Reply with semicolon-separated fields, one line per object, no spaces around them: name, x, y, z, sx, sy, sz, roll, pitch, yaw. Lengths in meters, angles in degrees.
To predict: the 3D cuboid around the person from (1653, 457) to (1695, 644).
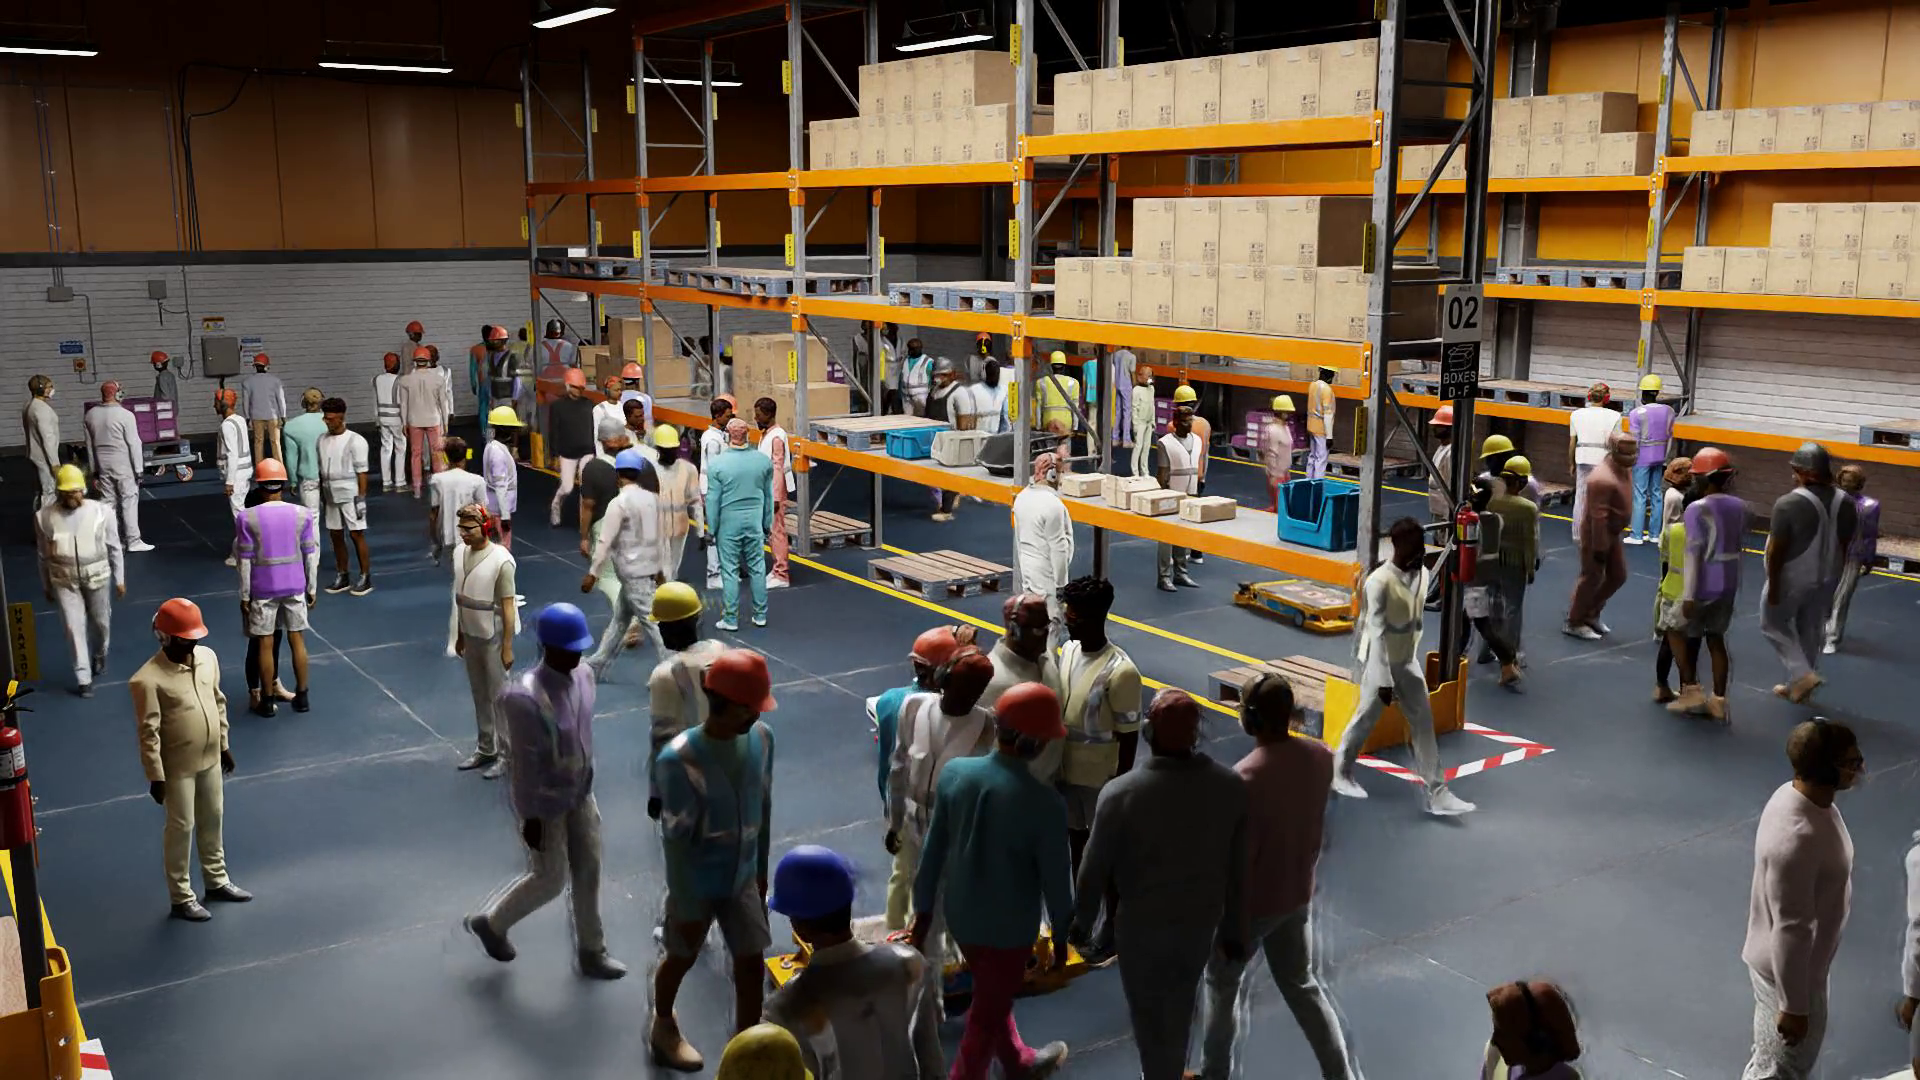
person;6.205;0.091;14.433;0.285;1.633;0.497;6;12;26

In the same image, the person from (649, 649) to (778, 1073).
person;-1.010;1.390;6.927;0.608;1.971;1.059;-10;15;-41

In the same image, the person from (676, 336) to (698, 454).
person;-4.244;-2.243;25.852;0.342;1.840;0.503;7;13;32

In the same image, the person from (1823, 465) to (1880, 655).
person;7.546;0.139;14.219;0.528;1.616;0.631;10;15;40

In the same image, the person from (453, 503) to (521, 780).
person;-3.134;0.653;11.043;0.561;1.836;0.394;9;14;38

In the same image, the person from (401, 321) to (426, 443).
person;-8.900;-2.585;27.225;0.417;1.985;0.626;2;11;8

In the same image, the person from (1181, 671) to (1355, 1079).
person;1.304;1.473;6.700;0.644;1.912;0.900;-8;14;-36

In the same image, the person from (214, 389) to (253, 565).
person;-7.712;-0.671;17.693;0.349;1.882;0.577;-2;11;-11

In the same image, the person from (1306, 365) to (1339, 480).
person;4.630;-1.384;21.251;0.375;1.919;0.584;-2;11;-11

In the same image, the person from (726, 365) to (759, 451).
person;-3.039;-1.858;23.672;0.657;1.920;0.538;-8;13;-34

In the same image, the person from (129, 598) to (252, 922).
person;-4.054;1.147;8.767;0.352;1.737;0.569;3;12;16

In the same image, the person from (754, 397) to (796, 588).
person;-1.862;-0.479;16.659;0.400;1.908;0.599;-3;12;-17

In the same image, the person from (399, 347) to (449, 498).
person;-7.056;-1.547;21.921;0.620;1.986;0.408;-3;12;-17

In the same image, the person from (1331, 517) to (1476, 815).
person;2.729;0.775;10.339;0.625;1.861;1.019;-9;14;-40

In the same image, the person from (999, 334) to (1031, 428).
person;0.928;-2.836;28.933;0.638;1.814;0.740;-9;14;-39

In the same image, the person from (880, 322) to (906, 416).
person;-1.194;-2.995;29.498;0.615;1.924;0.910;-9;14;-39

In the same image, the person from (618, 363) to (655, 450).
person;-3.961;-1.169;20.109;0.593;1.929;0.390;2;11;11

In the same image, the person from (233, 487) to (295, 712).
person;-5.212;0.438;12.495;0.317;1.695;0.540;2;11;10

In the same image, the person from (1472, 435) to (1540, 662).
person;4.610;0.047;14.073;0.662;1.875;0.632;-9;14;-39

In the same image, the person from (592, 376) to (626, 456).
person;-3.972;-0.942;19.076;0.337;1.882;0.584;5;12;24

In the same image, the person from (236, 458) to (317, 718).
person;-5.068;0.353;12.359;0.549;1.924;0.387;-8;14;-36

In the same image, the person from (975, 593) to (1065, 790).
person;0.313;1.190;8.141;0.400;1.900;0.663;7;13;31

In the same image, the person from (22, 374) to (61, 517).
person;-10.250;-0.887;18.652;0.627;1.941;0.371;11;15;44

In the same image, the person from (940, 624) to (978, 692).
person;-0.026;1.232;8.579;0.307;1.640;0.521;1;11;3

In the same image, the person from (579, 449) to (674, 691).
person;-2.615;0.242;13.015;1.031;1.868;0.629;3;11;14

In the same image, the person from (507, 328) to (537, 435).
person;-7.346;-2.671;28.122;0.655;1.809;0.466;4;12;20

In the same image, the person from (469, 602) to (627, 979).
person;-2.002;1.203;8.011;0.670;1.921;0.628;5;12;26

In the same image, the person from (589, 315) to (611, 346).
person;-6.266;-2.992;29.375;0.602;1.959;0.368;7;13;30

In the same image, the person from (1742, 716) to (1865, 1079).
person;3.042;1.576;6.045;0.359;1.939;0.635;6;13;29

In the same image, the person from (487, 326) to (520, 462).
person;-6.896;-2.190;25.056;0.608;2.044;0.377;6;13;30

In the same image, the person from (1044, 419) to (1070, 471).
person;0.993;-0.445;17.196;0.328;1.619;0.504;1;11;5

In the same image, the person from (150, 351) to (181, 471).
person;-11.564;-1.879;24.211;0.339;1.748;0.567;-3;11;-14

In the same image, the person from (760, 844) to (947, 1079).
person;-0.217;1.844;4.866;0.646;1.882;1.058;-8;14;-37

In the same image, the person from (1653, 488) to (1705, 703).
person;5.478;0.436;12.504;0.317;1.695;0.540;-3;12;-17

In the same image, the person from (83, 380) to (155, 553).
person;-9.261;-0.806;18.323;0.653;1.904;0.405;3;11;14

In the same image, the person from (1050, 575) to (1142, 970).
person;0.643;1.133;8.242;0.361;1.964;0.614;-6;13;-29

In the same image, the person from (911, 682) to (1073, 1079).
person;0.168;1.482;6.580;0.655;1.917;1.001;9;14;38

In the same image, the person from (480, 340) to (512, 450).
person;-7.250;-2.260;26.054;0.433;1.807;0.698;1;11;4

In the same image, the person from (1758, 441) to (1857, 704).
person;6.363;0.258;12.530;0.680;2.000;0.654;-2;11;-12

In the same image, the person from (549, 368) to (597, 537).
person;-4.502;-1.033;19.332;0.619;1.969;0.758;-8;14;-37

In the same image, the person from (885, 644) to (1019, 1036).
person;-0.069;1.347;7.463;0.673;1.854;0.345;7;13;31

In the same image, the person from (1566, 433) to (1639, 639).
person;5.600;-0.028;14.480;0.566;1.856;0.678;9;14;39

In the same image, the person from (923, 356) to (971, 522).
person;-0.170;-1.259;20.298;0.619;2.000;0.697;-9;14;-38
